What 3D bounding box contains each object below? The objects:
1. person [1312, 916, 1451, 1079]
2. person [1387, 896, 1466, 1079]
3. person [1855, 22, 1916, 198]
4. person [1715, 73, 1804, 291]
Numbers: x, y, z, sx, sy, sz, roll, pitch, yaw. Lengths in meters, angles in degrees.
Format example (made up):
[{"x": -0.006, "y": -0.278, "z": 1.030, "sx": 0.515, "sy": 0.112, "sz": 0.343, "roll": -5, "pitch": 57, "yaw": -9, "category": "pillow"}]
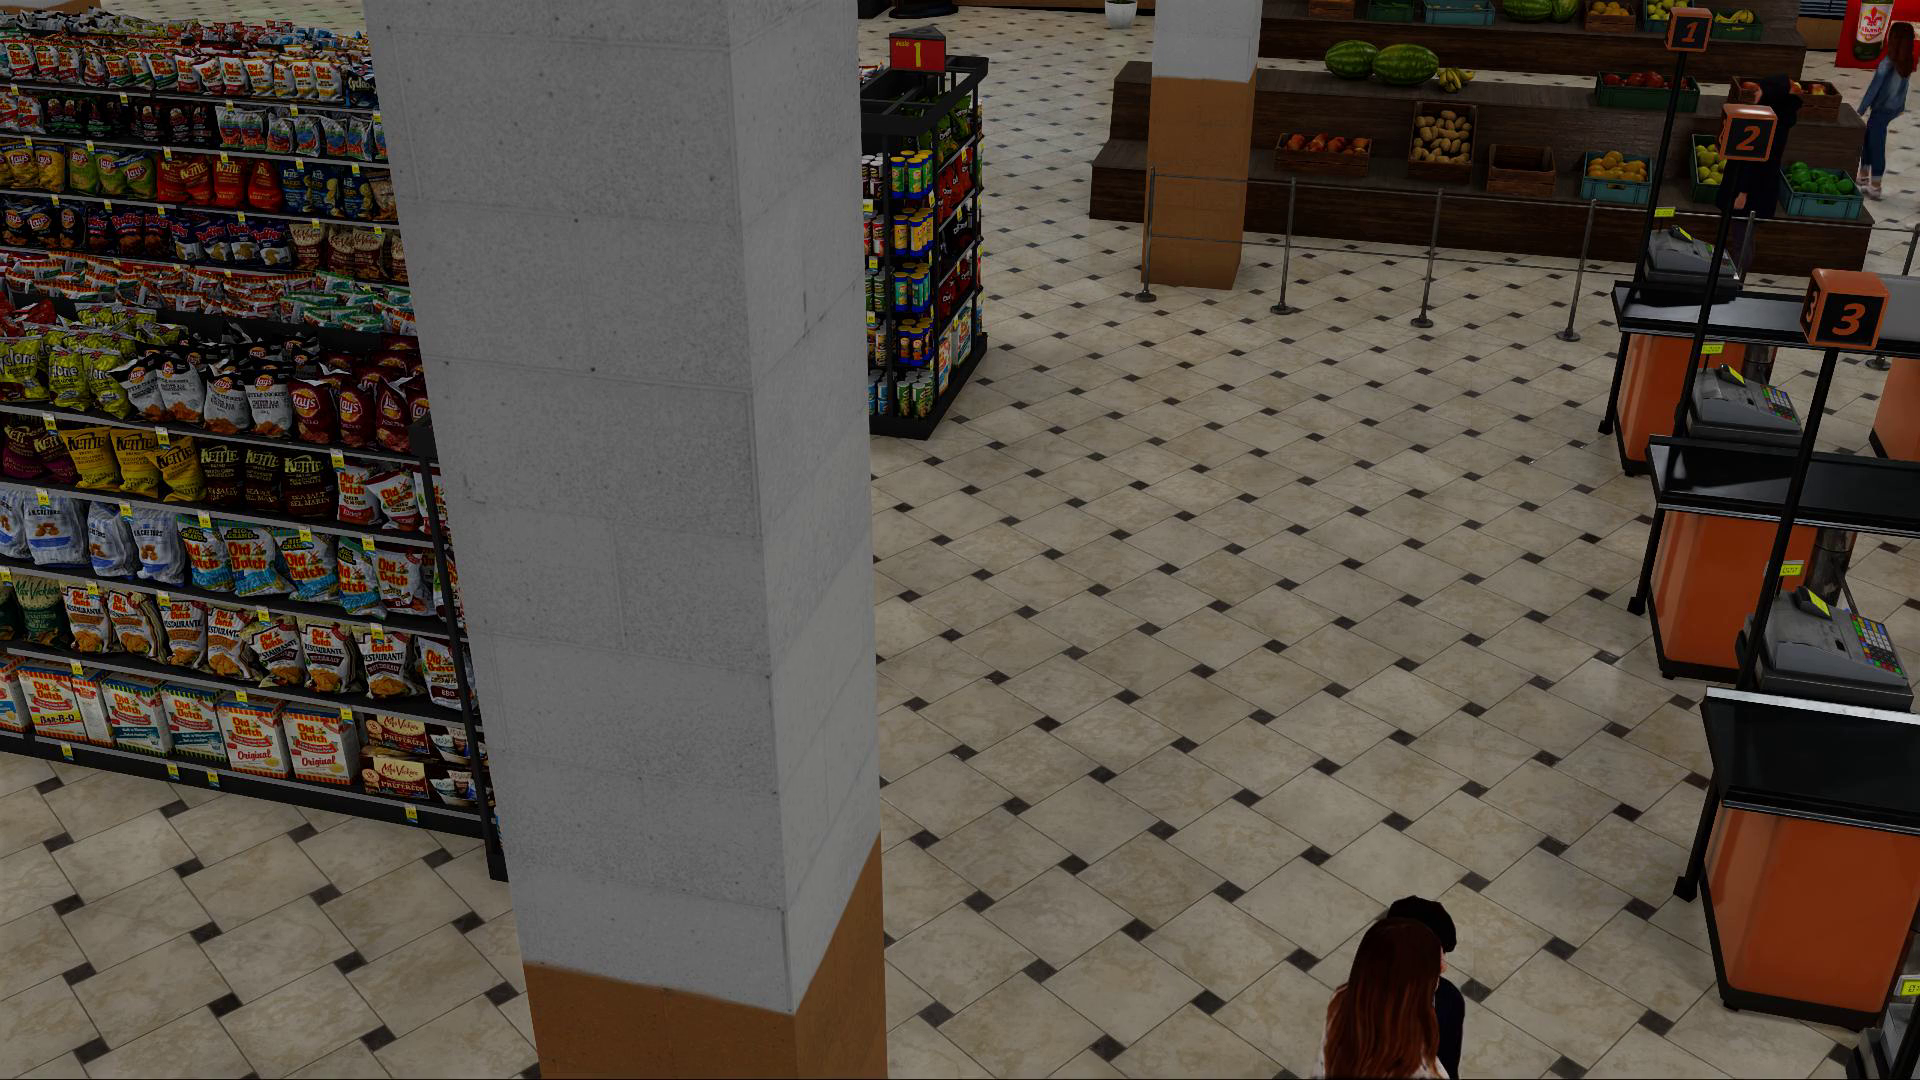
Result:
[{"x": 1.036, "y": 1.652, "z": 4.284, "sx": 0.657, "sy": 1.728, "sz": 0.653, "roll": -8, "pitch": 30, "yaw": -14, "category": "person"}, {"x": 1.287, "y": 1.552, "z": 5.000, "sx": 0.494, "sy": 1.218, "sz": 0.618, "roll": 1, "pitch": 29, "yaw": 2, "category": "person"}, {"x": 8.040, "y": -3.682, "z": 14.328, "sx": 0.713, "sy": 1.465, "sz": 0.764, "roll": -23, "pitch": 36, "yaw": -36, "category": "person"}, {"x": 5.736, "y": -2.546, "z": 12.028, "sx": 0.735, "sy": 1.674, "sz": 0.737, "roll": 15, "pitch": 32, "yaw": 26, "category": "person"}]
